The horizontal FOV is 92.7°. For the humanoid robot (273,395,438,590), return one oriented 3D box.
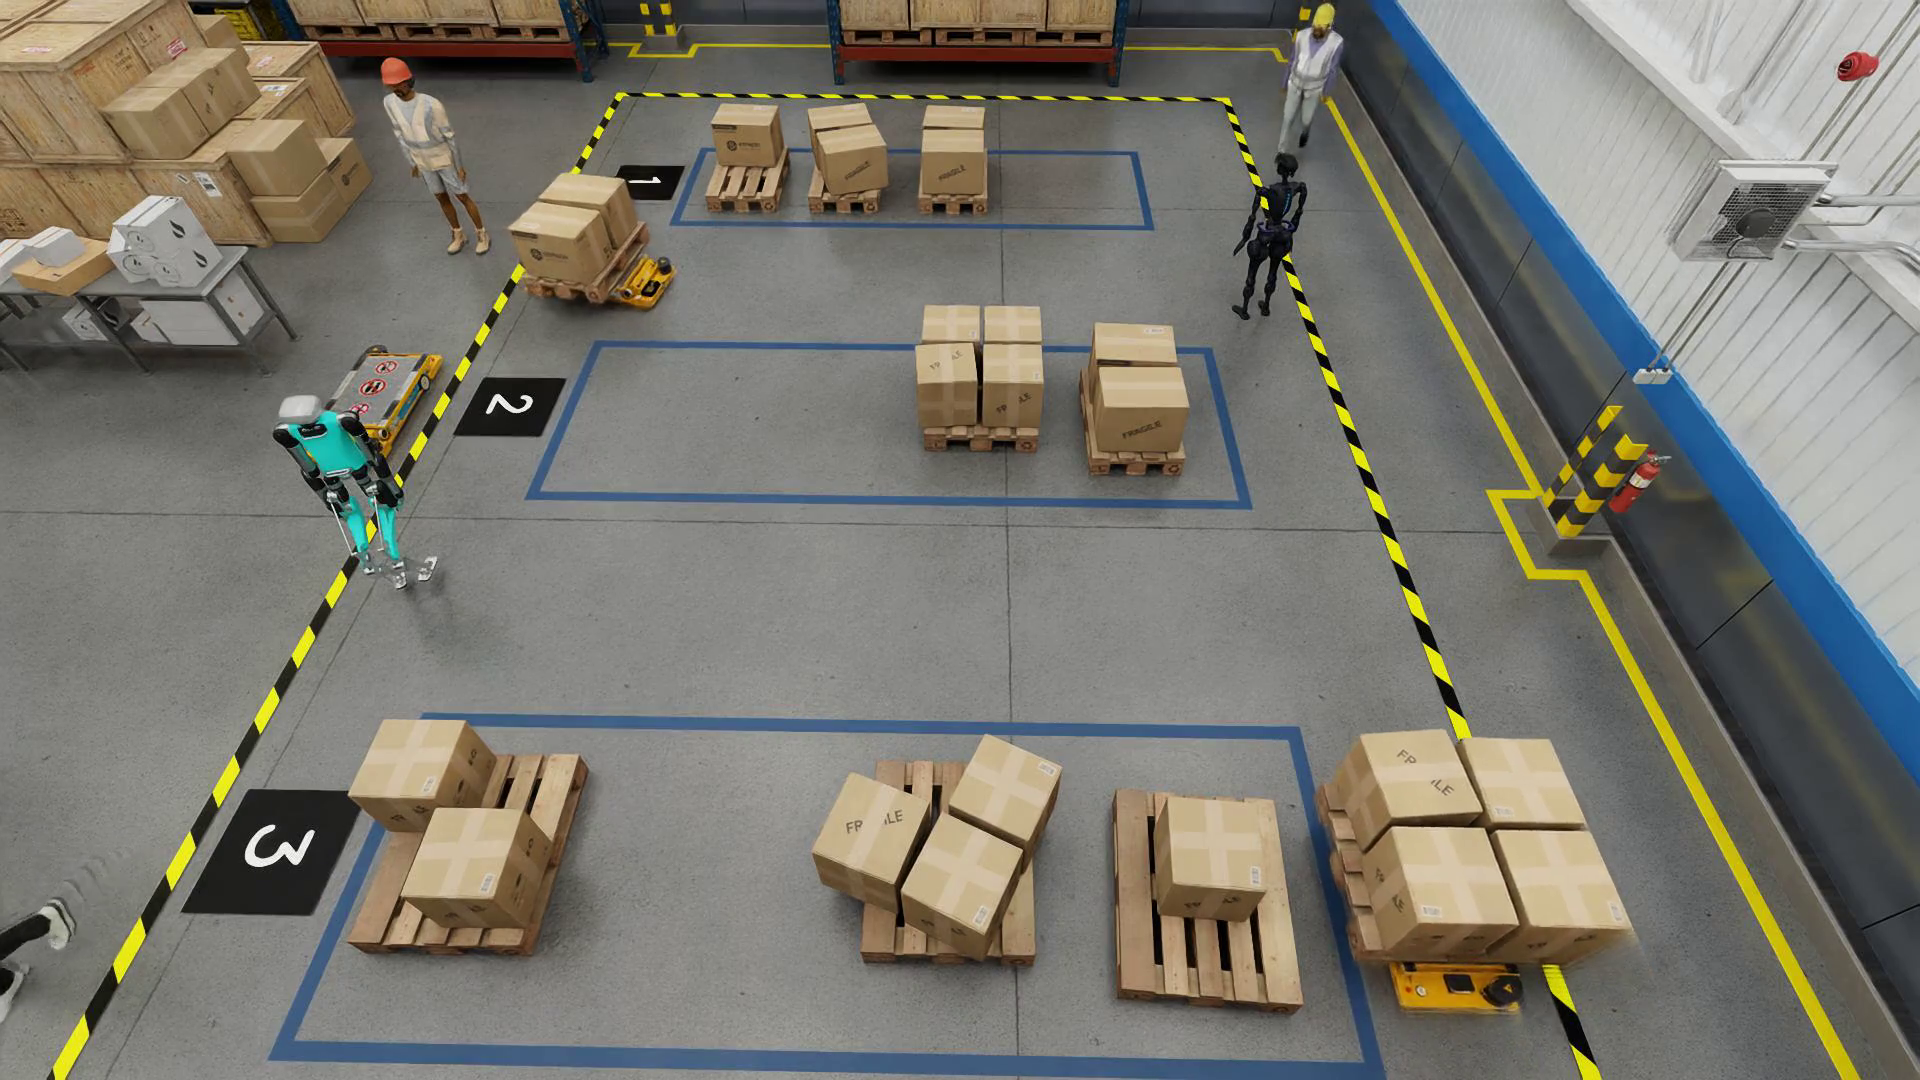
[{"bbox_3d":[-4.268,-0.201,6.487,0.533,1.677,0.735,-12,51,-10],"label":"humanoid robot"}]

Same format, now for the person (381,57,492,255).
[{"bbox_3d":[-5.469,-3.941,9.539,0.607,2.048,0.365,3,50,2],"label":"person"}]

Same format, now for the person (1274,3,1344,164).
[{"bbox_3d":[4.150,-5.459,10.968,0.604,1.821,0.527,22,53,17],"label":"person"}]

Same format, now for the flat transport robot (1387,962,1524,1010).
[{"bbox_3d":[2.840,2.066,5.600,0.652,0.197,1.431,1,50,1],"label":"flat transport robot"}]

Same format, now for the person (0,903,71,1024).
[{"bbox_3d":[-5.411,1.989,4.659,0.615,1.832,0.563,1,50,1],"label":"person"}]

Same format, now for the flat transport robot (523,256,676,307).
[{"bbox_3d":[-3.832,-2.816,9.732,1.431,0.197,0.652,8,50,7],"label":"flat transport robot"}]

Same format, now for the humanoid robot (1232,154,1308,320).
[{"bbox_3d":[3.000,-2.926,8.909,0.599,1.659,0.315,-8,50,-7],"label":"humanoid robot"}]

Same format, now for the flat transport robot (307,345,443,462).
[{"bbox_3d":[-5.383,-1.269,8.441,0.659,0.231,1.431,1,50,1],"label":"flat transport robot"}]
